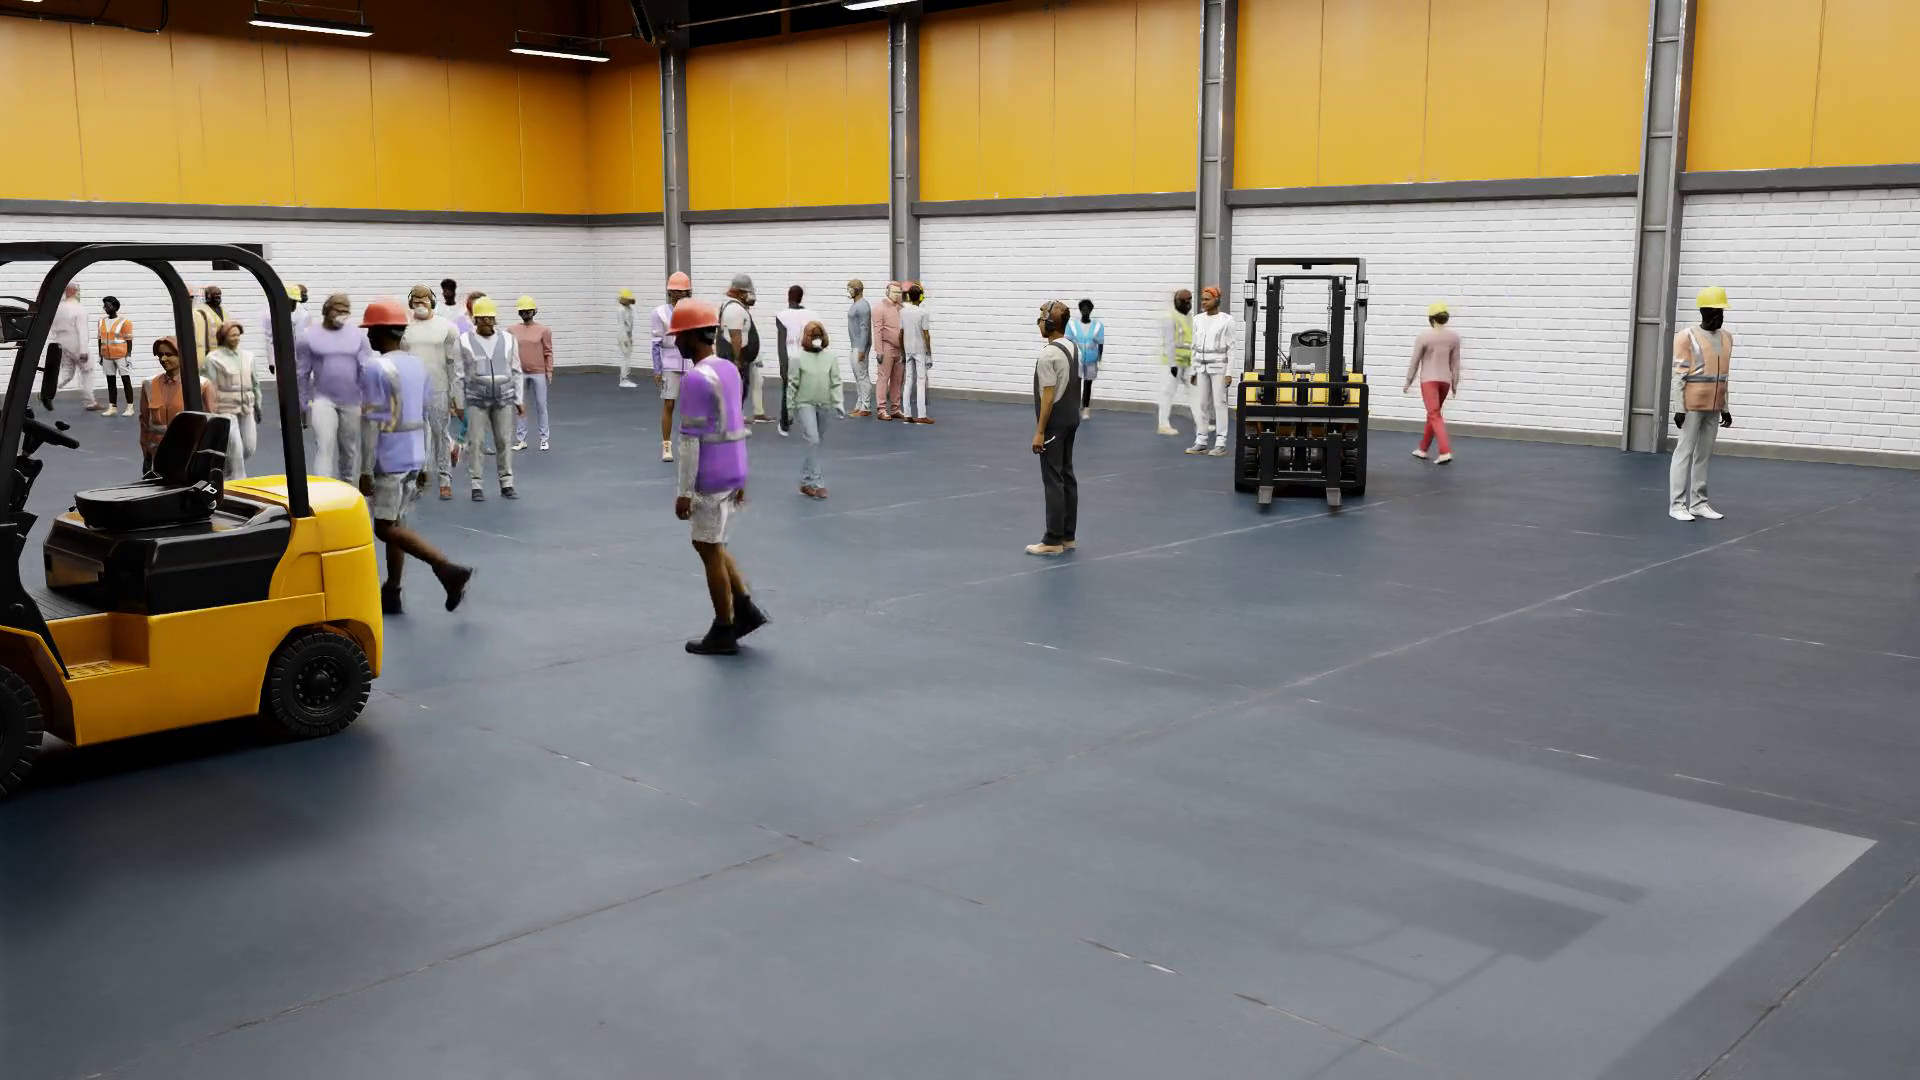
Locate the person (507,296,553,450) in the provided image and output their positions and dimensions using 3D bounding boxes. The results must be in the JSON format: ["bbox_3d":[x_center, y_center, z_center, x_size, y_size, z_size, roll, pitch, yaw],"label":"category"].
[{"bbox_3d":[-4.913,-1.898,18.990,0.533,1.767,0.312,0,9,0],"label":"person"}]

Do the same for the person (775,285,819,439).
[{"bbox_3d":[-2.000,-2.181,20.432,0.625,1.863,1.004,-5,11,-30],"label":"person"}]

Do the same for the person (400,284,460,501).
[{"bbox_3d":[-4.785,-1.317,14.911,0.629,1.936,0.373,-2,9,-11],"label":"person"}]

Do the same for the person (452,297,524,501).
[{"bbox_3d":[-4.209,-1.255,14.870,0.602,1.826,0.404,-5,10,-27],"label":"person"}]

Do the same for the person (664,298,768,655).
[{"bbox_3d":[-1.359,-0.330,8.905,0.437,1.916,0.553,2,9,13],"label":"person"}]

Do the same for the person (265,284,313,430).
[{"bbox_3d":[-8.460,-2.307,21.187,0.924,1.874,0.581,8,12,41],"label":"person"}]

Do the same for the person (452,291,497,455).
[{"bbox_3d":[-5.365,-1.848,18.502,0.439,1.822,0.573,7,11,36],"label":"person"}]

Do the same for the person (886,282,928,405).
[{"bbox_3d":[-0.799,-3.016,25.518,0.547,1.875,1.028,-6,11,-34],"label":"person"}]

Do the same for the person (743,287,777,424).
[{"bbox_3d":[-2.735,-2.460,22.195,0.696,1.849,0.527,-1,9,-4],"label":"person"}]

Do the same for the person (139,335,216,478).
[{"bbox_3d":[-5.107,-0.516,10.899,0.514,1.642,0.311,0,9,3],"label":"person"}]

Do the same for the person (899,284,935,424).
[{"bbox_3d":[-0.578,-2.479,22.221,0.531,1.876,0.322,7,11,35],"label":"person"}]

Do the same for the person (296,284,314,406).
[{"bbox_3d":[-9.953,-2.929,25.094,0.429,1.838,0.643,-7,12,-38],"label":"person"}]

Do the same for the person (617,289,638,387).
[{"bbox_3d":[-5.857,-3.537,29.203,0.431,1.701,0.494,1,9,8],"label":"person"}]

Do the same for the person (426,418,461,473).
[{"bbox_3d":[-5.333,-1.456,16.741,0.510,1.610,0.684,7,11,36],"label":"person"}]

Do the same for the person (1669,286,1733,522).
[{"bbox_3d":[6.130,-1.119,13.717,0.585,1.928,0.369,-4,10,-23],"label":"person"}]

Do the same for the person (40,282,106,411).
[{"bbox_3d":[-12.896,-2.783,24.076,0.652,1.882,0.815,4,10,25],"label":"person"}]

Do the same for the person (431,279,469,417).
[{"bbox_3d":[-7.185,-2.684,23.324,0.616,1.920,0.951,1,9,7],"label":"person"}]

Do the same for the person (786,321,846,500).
[{"bbox_3d":[-1.264,-1.160,14.957,0.492,1.595,0.737,-7,12,-37],"label":"person"}]

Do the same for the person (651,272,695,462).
[{"bbox_3d":[-3.000,-1.859,17.913,0.609,2.040,0.395,-4,10,-21],"label":"person"}]

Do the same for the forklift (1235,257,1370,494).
[{"bbox_3d":[3.309,-1.629,16.029,1.214,2.155,2.313,2,9,11],"label":"forklift"}]

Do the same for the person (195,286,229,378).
[{"bbox_3d":[-10.699,-2.731,23.913,0.459,1.823,0.660,3,10,16],"label":"person"}]

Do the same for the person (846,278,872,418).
[{"bbox_3d":[-1.402,-2.660,23.137,0.354,1.936,0.635,-2,10,-13],"label":"person"}]

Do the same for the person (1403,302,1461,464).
[{"bbox_3d":[5.092,-1.685,17.818,0.533,1.721,0.899,-3,10,-18],"label":"person"}]

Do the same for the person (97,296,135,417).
[{"bbox_3d":[-11.838,-2.569,23.314,0.535,1.697,0.318,1,9,8],"label":"person"}]

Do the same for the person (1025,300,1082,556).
[{"bbox_3d":[0.682,-0.804,12.042,0.345,1.846,0.508,5,11,28],"label":"person"}]

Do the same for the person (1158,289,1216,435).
[{"bbox_3d":[2.831,-2.188,20.639,0.866,1.807,0.651,8,12,41],"label":"person"}]

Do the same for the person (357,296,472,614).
[{"bbox_3d":[-3.269,-0.473,9.810,0.745,1.916,0.553,2,9,11],"label":"person"}]

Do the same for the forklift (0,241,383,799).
[{"bbox_3d":[-3.706,-0.171,7.093,1.214,2.155,2.313,9,13,43],"label":"forklift"}]

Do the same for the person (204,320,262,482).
[{"bbox_3d":[-6.528,-1.156,14.885,0.631,1.618,0.524,5,11,29],"label":"person"}]

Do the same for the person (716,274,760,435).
[{"bbox_3d":[-2.774,-2.329,20.794,0.546,2.000,0.700,-4,10,-21],"label":"person"}]

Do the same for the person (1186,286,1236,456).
[{"bbox_3d":[2.794,-1.871,18.470,0.354,1.881,0.576,-9,13,-43],"label":"person"}]

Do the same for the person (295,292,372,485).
[{"bbox_3d":[-5.344,-1.174,14.250,0.629,1.893,0.980,-5,10,-27],"label":"person"}]

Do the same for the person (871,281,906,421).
[{"bbox_3d":[-0.917,-2.594,22.848,0.404,1.903,0.636,8,12,41],"label":"person"}]

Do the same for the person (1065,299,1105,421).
[{"bbox_3d":[1.689,-2.421,22.530,0.539,1.649,0.833,0,9,-1],"label":"person"}]

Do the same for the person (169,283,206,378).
[{"bbox_3d":[-9.277,-2.171,20.227,0.782,1.912,0.548,-1,9,-6],"label":"person"}]
